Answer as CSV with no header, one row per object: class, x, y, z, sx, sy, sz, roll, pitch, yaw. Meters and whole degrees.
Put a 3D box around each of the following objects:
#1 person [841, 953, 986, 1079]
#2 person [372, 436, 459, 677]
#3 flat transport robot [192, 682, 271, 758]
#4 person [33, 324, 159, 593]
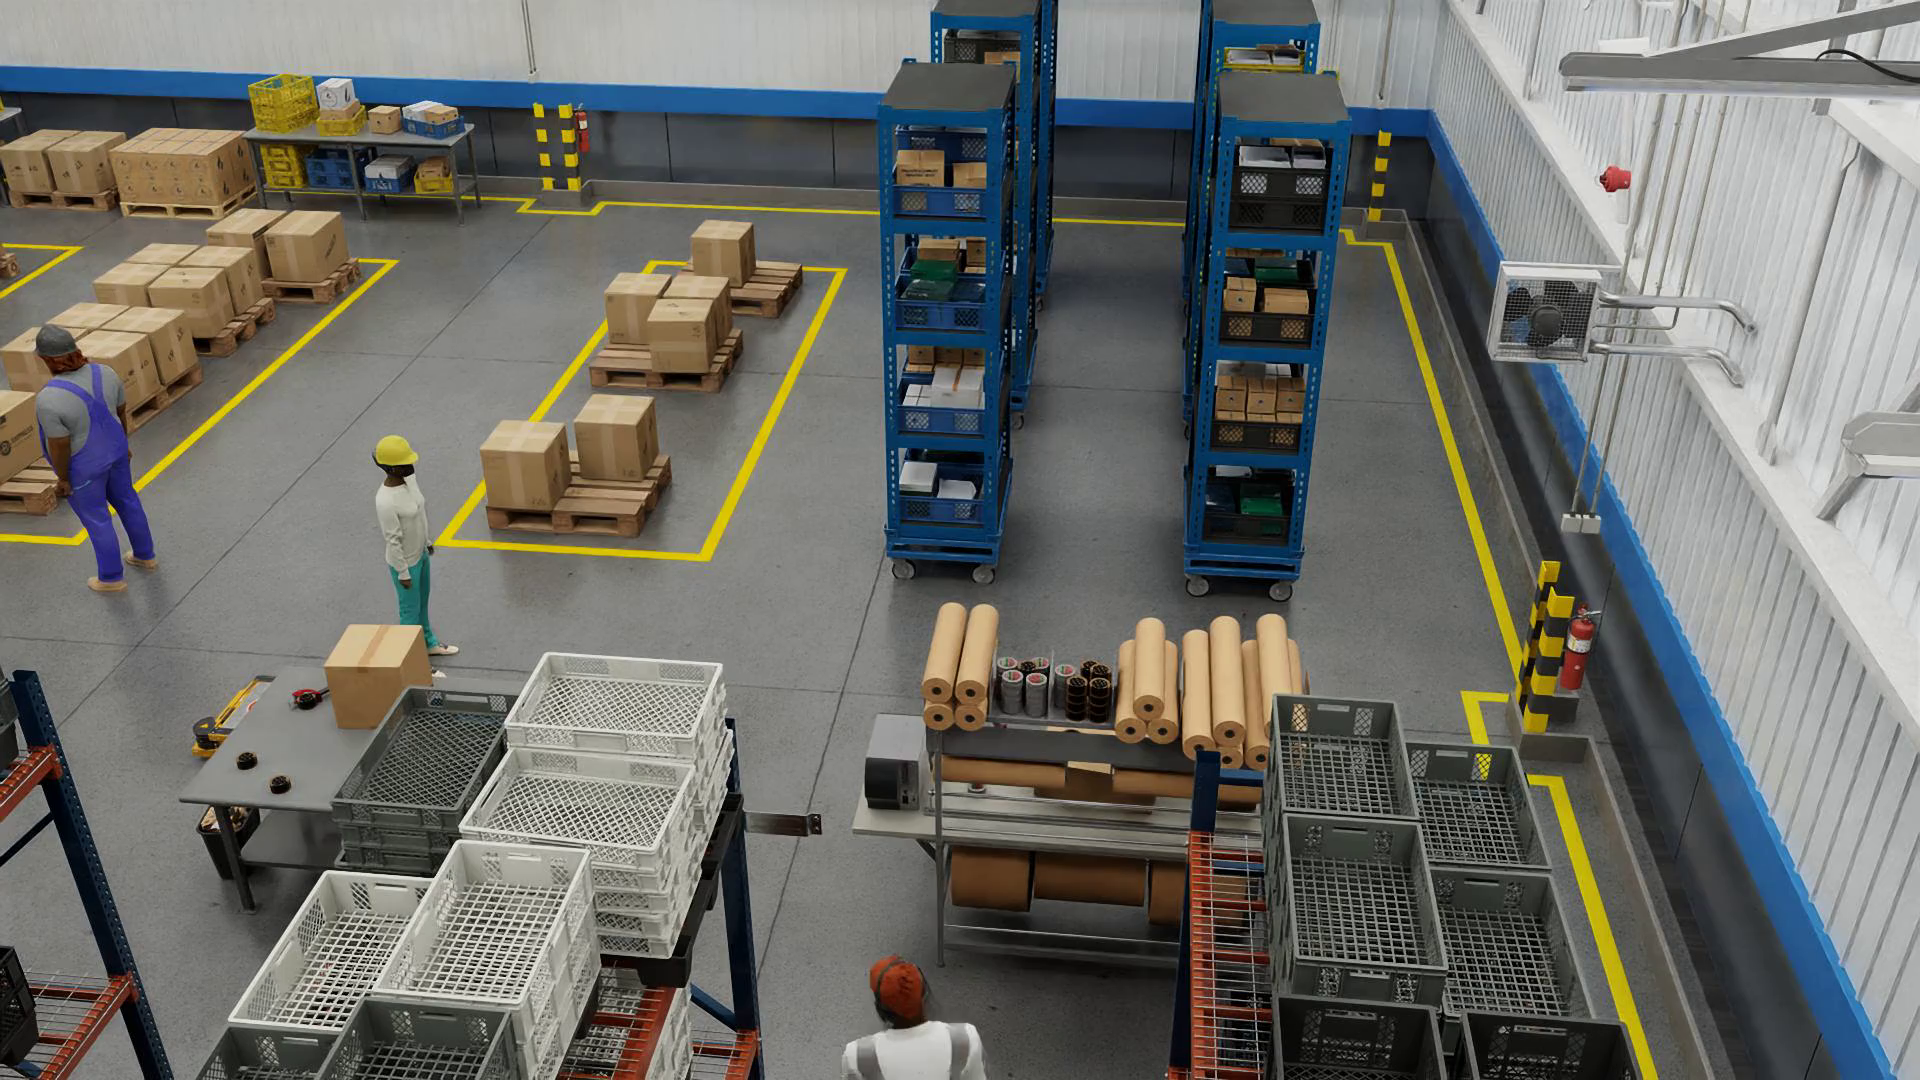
person,-0.187,2.470,6.864,0.582,1.837,0.915,-9,32,-16
person,-3.619,0.104,11.006,0.312,1.768,0.526,1,30,1
flat transport robot,-4.089,1.163,10.648,1.431,0.197,0.652,3,30,6
person,-6.278,-0.596,11.938,0.537,2.000,0.688,10,32,16
